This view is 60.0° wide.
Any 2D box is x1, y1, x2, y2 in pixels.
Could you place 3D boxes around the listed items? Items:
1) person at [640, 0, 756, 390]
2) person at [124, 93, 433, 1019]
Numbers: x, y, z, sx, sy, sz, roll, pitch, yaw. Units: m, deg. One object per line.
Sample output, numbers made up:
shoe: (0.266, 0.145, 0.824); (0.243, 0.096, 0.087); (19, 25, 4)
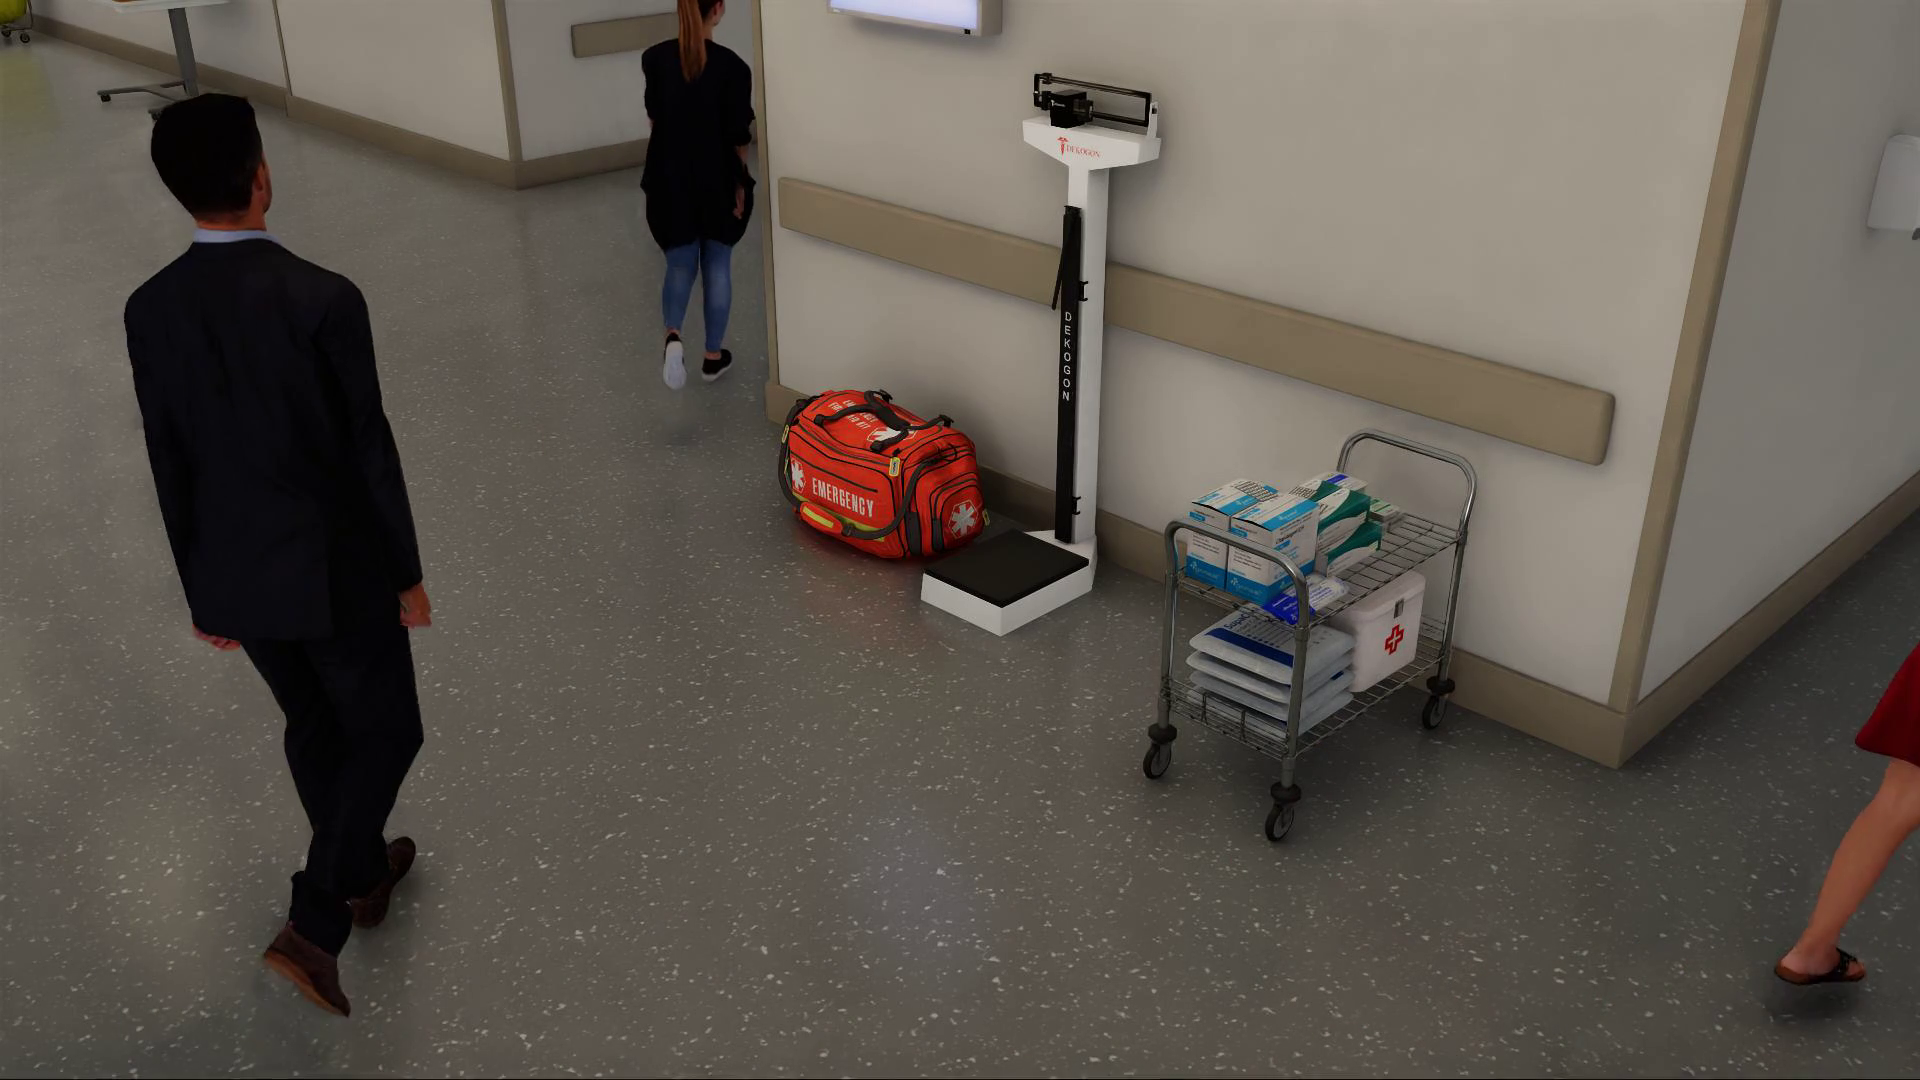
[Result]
person: (-1.041, -1.346, 6.495); (0.994, 1.663, 1.016); (3, 26, 6)
person: (-1.319, 0.111, 3.265); (1.064, 1.843, 1.085); (2, 26, 3)
